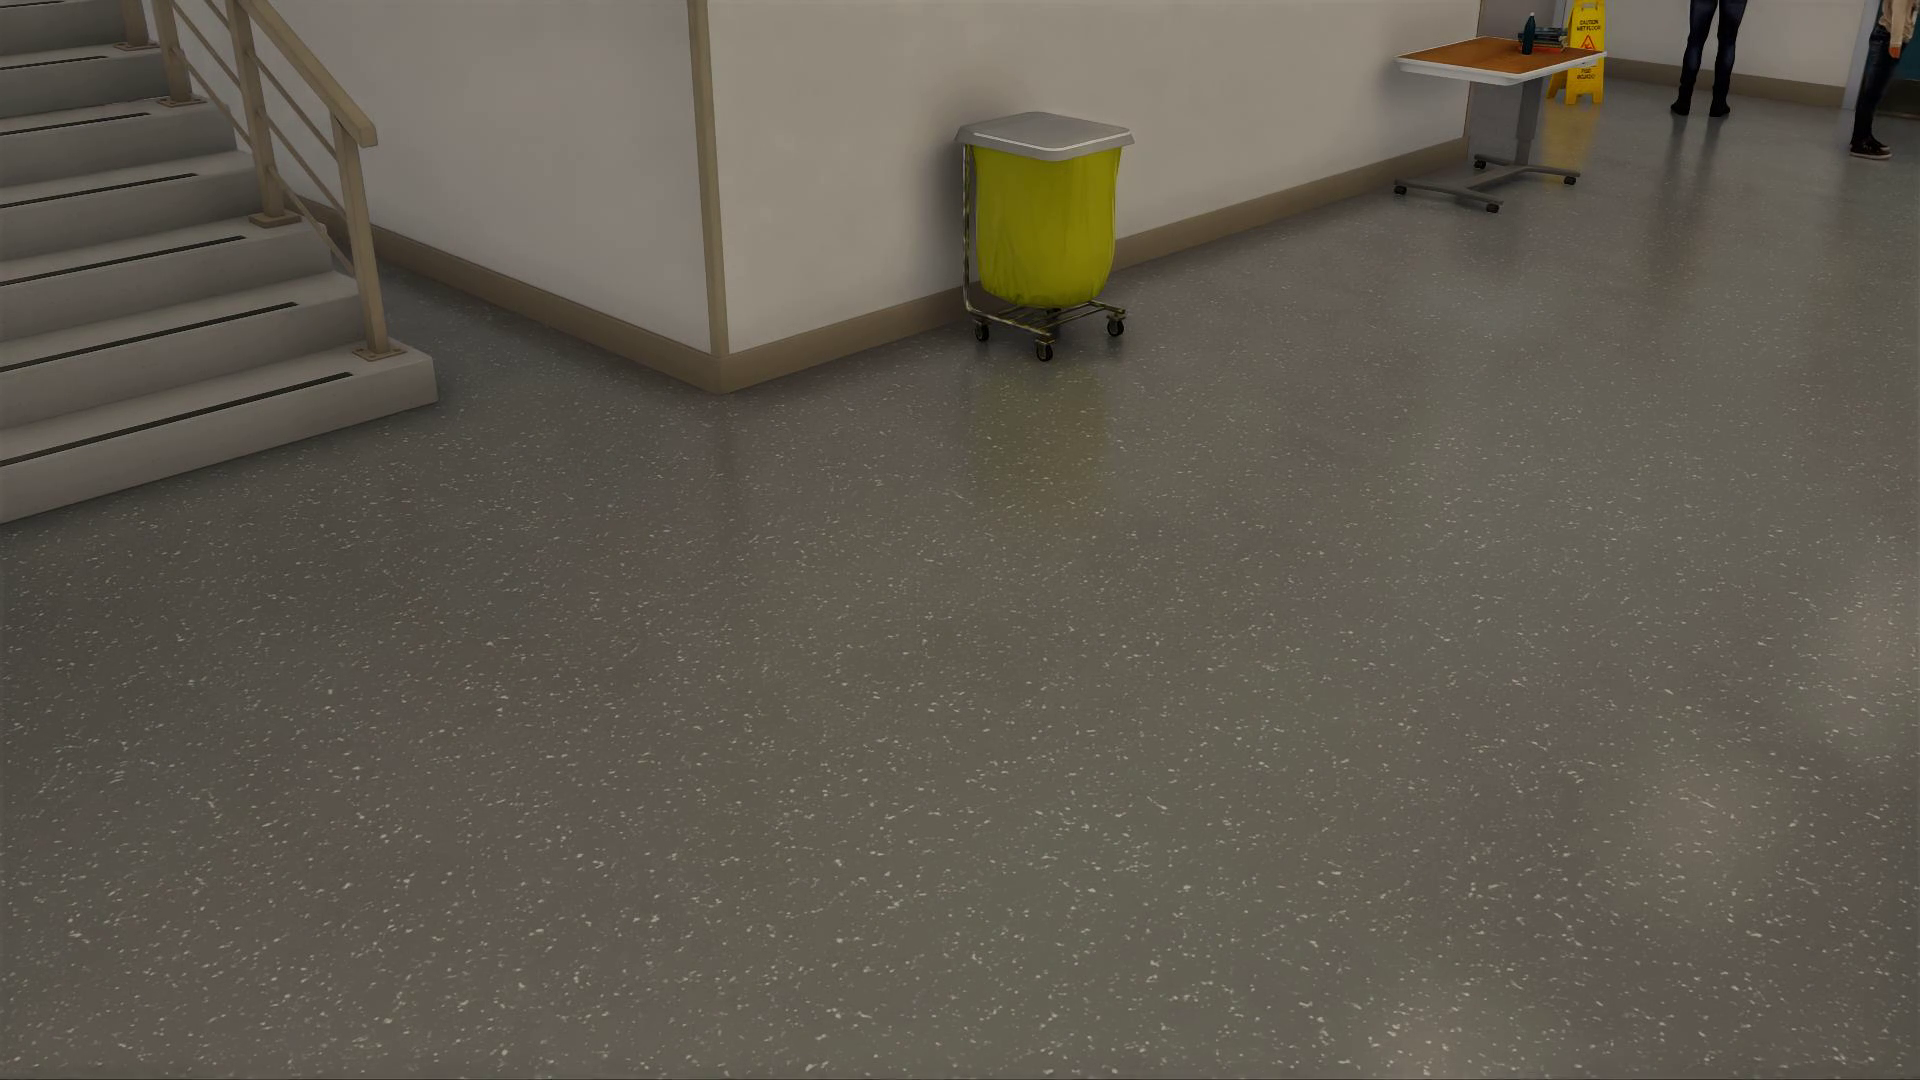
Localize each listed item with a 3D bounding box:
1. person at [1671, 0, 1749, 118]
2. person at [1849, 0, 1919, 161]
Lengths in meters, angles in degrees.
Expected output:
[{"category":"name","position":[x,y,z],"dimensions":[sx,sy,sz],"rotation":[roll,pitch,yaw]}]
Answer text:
[{"category":"person","position":[5.443,-4.006,11.860],"dimensions":[0.659,1.898,0.808],"rotation":[10,27,19]},{"category":"person","position":[6.022,-3.243,10.775],"dimensions":[0.592,1.465,0.610],"rotation":[13,29,26]}]
